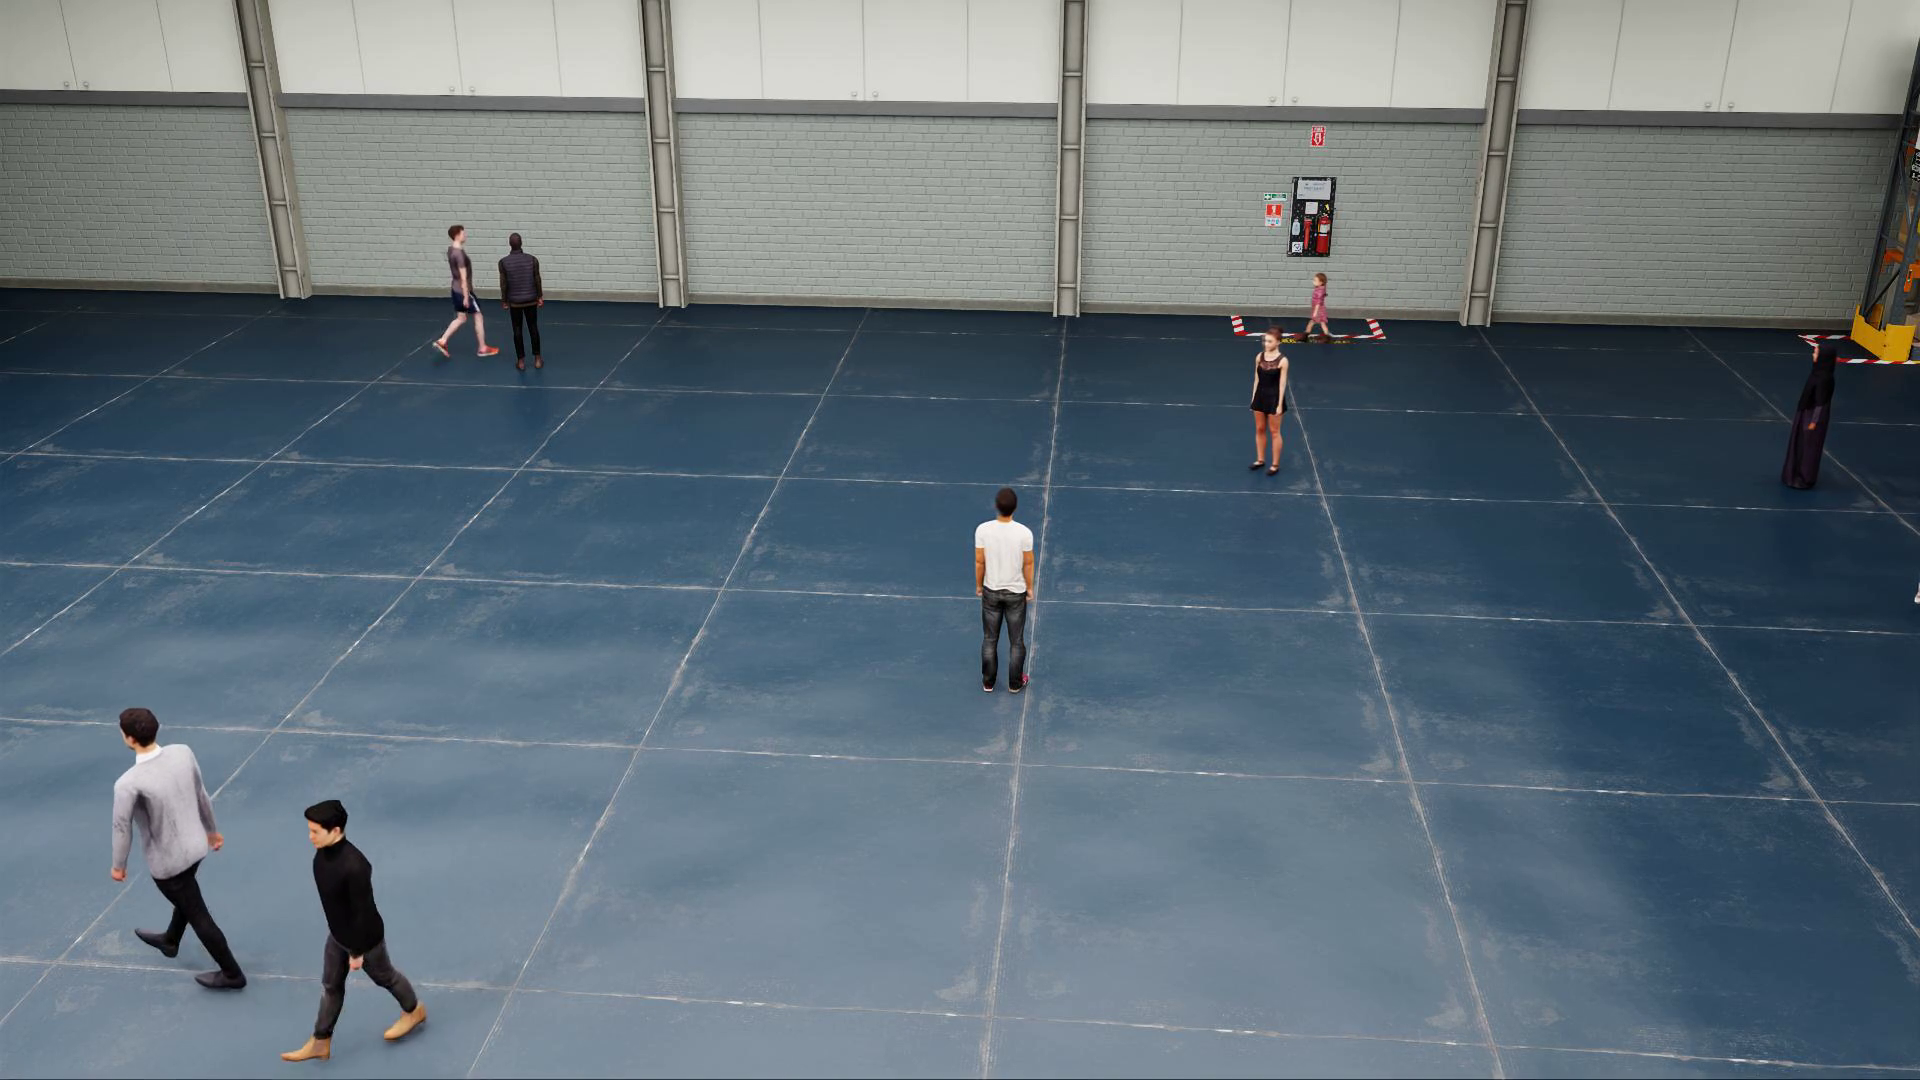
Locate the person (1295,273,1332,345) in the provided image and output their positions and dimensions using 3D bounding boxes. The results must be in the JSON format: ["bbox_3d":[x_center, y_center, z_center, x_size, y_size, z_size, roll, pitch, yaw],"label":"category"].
[{"bbox_3d":[5.068,-3.220,23.285,0.726,1.000,0.450,1,23,3],"label":"person"}]

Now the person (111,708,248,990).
[{"bbox_3d":[-4.667,1.918,10.085,1.185,1.875,0.846,5,24,11],"label":"person"}]

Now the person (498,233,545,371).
[{"bbox_3d":[-5.824,-3.183,22.132,0.674,1.836,0.831,-8,24,-18],"label":"person"}]

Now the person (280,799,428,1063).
[{"bbox_3d":[-3.429,2.224,9.614,1.118,1.682,1.122,20,30,39],"label":"person"}]

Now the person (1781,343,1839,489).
[{"bbox_3d":[9.317,-1.369,18.149,0.660,1.615,0.661,8,24,17],"label":"person"}]

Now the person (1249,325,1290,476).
[{"bbox_3d":[3.459,-1.570,18.541,0.743,1.678,0.674,-21,31,-40],"label":"person"}]

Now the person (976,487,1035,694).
[{"bbox_3d":[0.361,0.411,13.721,0.491,1.804,0.708,4,23,9],"label":"person"}]

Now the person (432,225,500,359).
[{"bbox_3d":[-6.805,-3.328,22.488,1.183,1.825,1.083,-16,28,-32],"label":"person"}]
